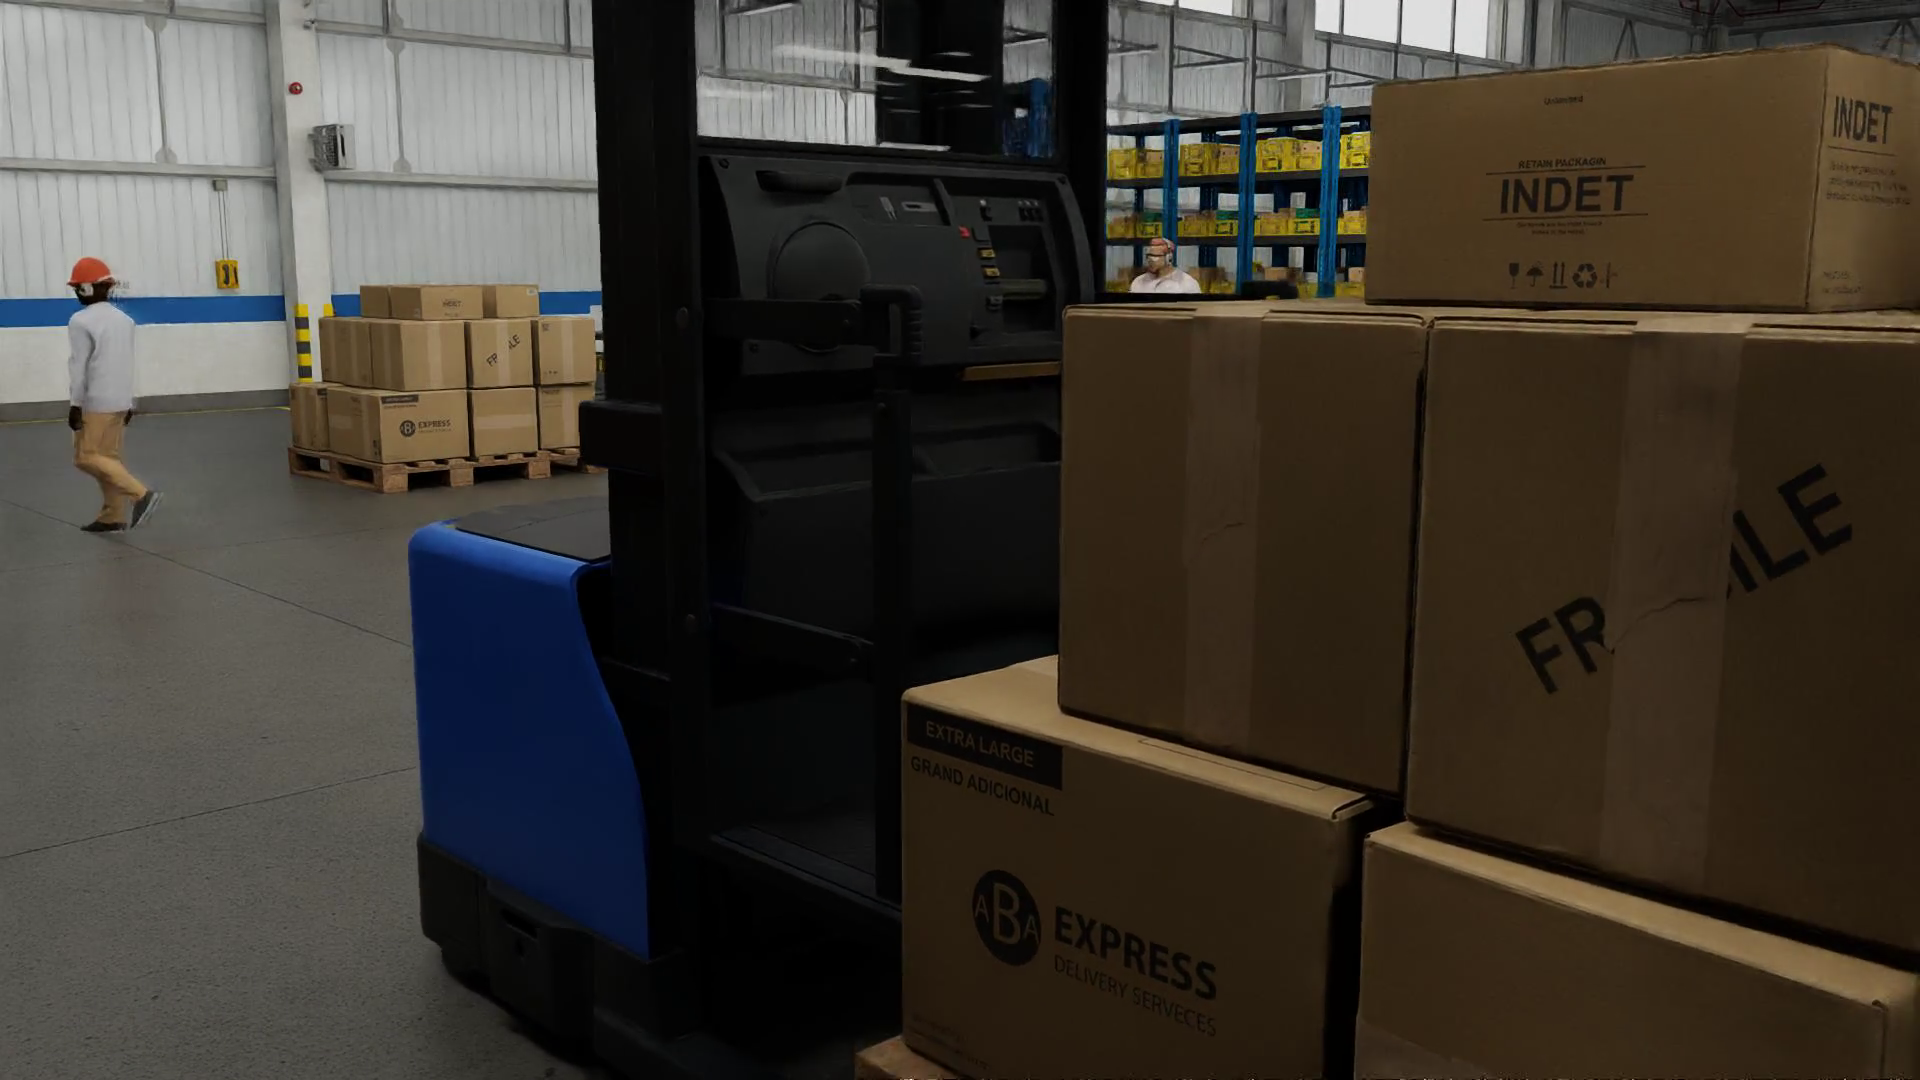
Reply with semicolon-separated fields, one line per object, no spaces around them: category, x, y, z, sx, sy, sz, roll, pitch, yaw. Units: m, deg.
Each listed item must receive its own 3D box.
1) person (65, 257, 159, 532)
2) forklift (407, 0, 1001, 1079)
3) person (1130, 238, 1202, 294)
person;-5.308;-0.884;10.352;0.512;1.735;0.583;0;9;3
forklift;-0.336;-0.325;3.563;1.129;2.768;1.873;-9;13;-43
person;1.654;-1.529;13.739;0.642;1.905;0.399;6;11;32
